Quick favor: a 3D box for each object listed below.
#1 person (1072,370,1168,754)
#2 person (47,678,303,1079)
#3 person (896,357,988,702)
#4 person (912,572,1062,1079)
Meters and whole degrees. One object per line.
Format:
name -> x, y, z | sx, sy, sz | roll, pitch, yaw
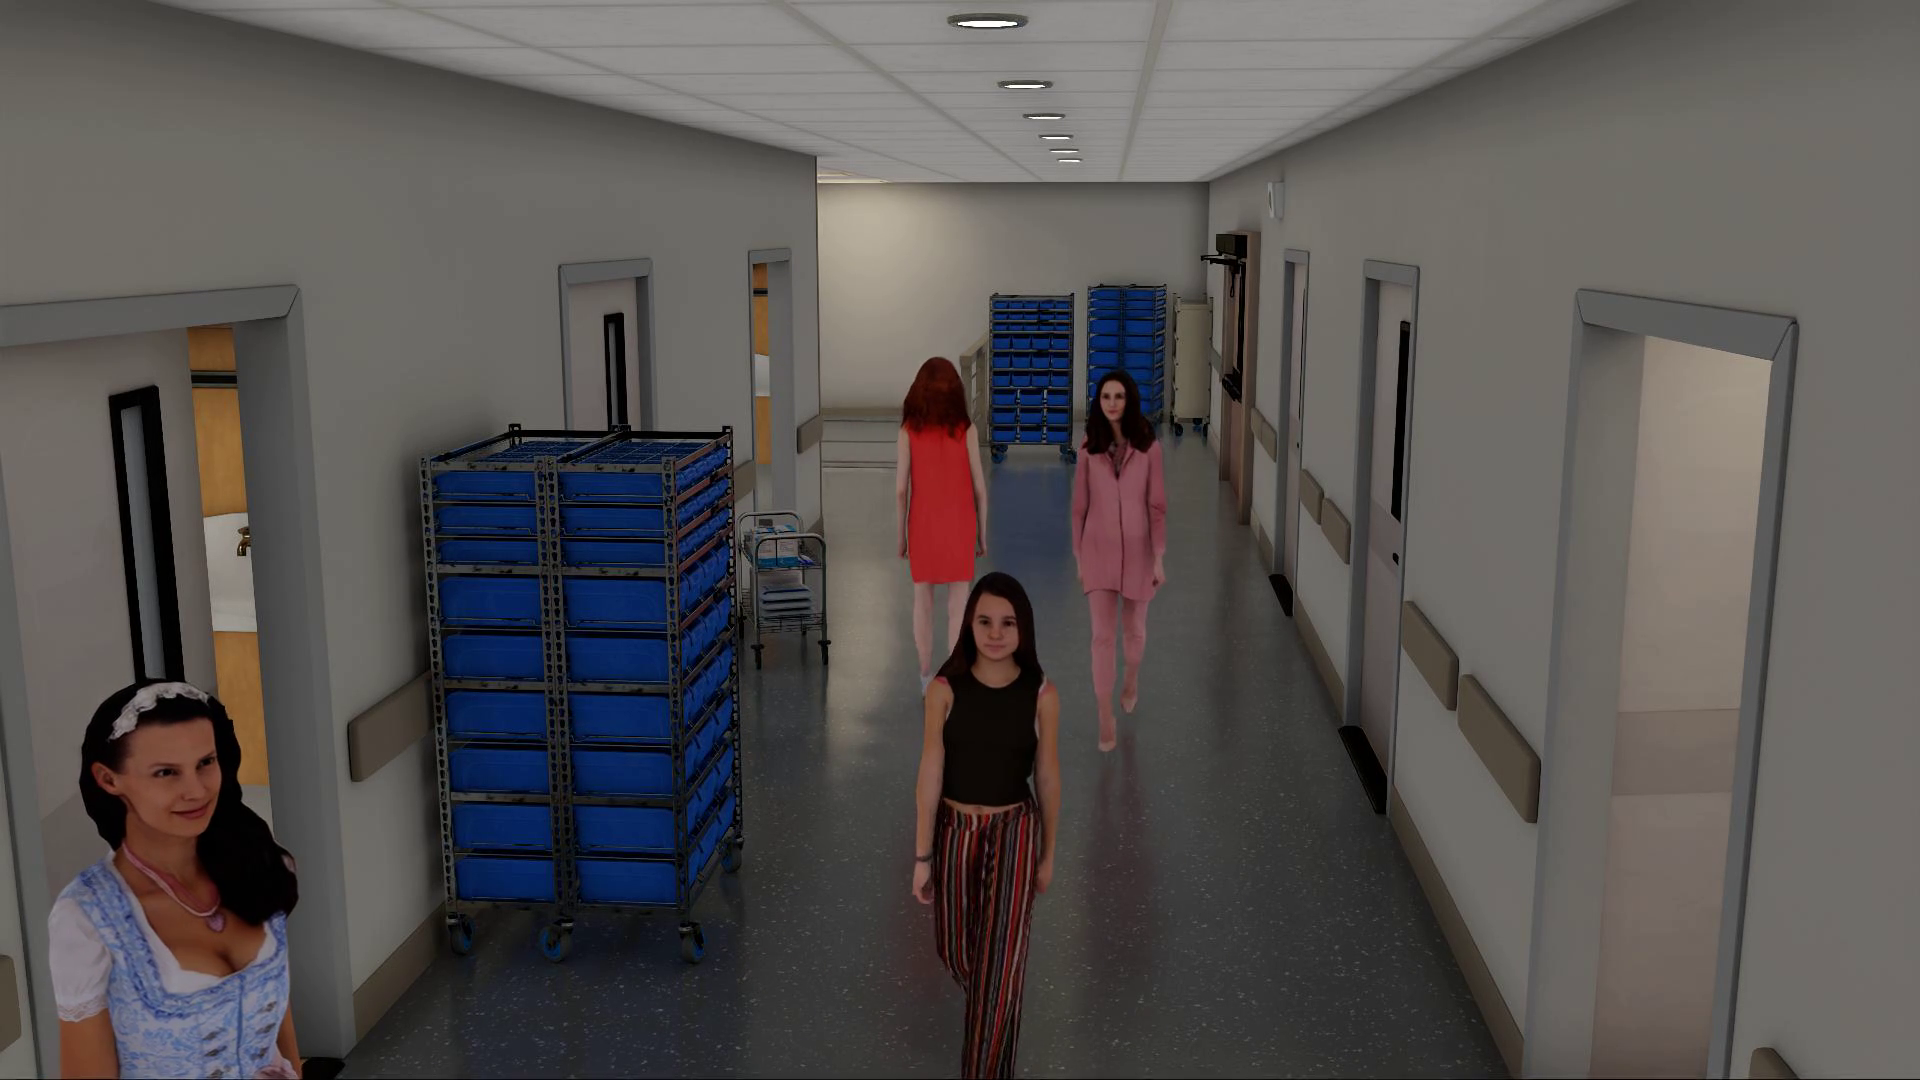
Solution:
person -> 0.796, 0.091, 8.044 | 0.605, 1.759, 1.094 | 1, 11, 6
person -> -1.198, 1.092, 2.617 | 0.880, 1.815, 0.798 | 6, 12, 28
person -> -0.097, -0.005, 8.364 | 0.605, 1.828, 0.669 | 1, 11, 7
person -> 0.075, 0.838, 4.694 | 0.591, 1.540, 1.009 | 1, 11, 8
